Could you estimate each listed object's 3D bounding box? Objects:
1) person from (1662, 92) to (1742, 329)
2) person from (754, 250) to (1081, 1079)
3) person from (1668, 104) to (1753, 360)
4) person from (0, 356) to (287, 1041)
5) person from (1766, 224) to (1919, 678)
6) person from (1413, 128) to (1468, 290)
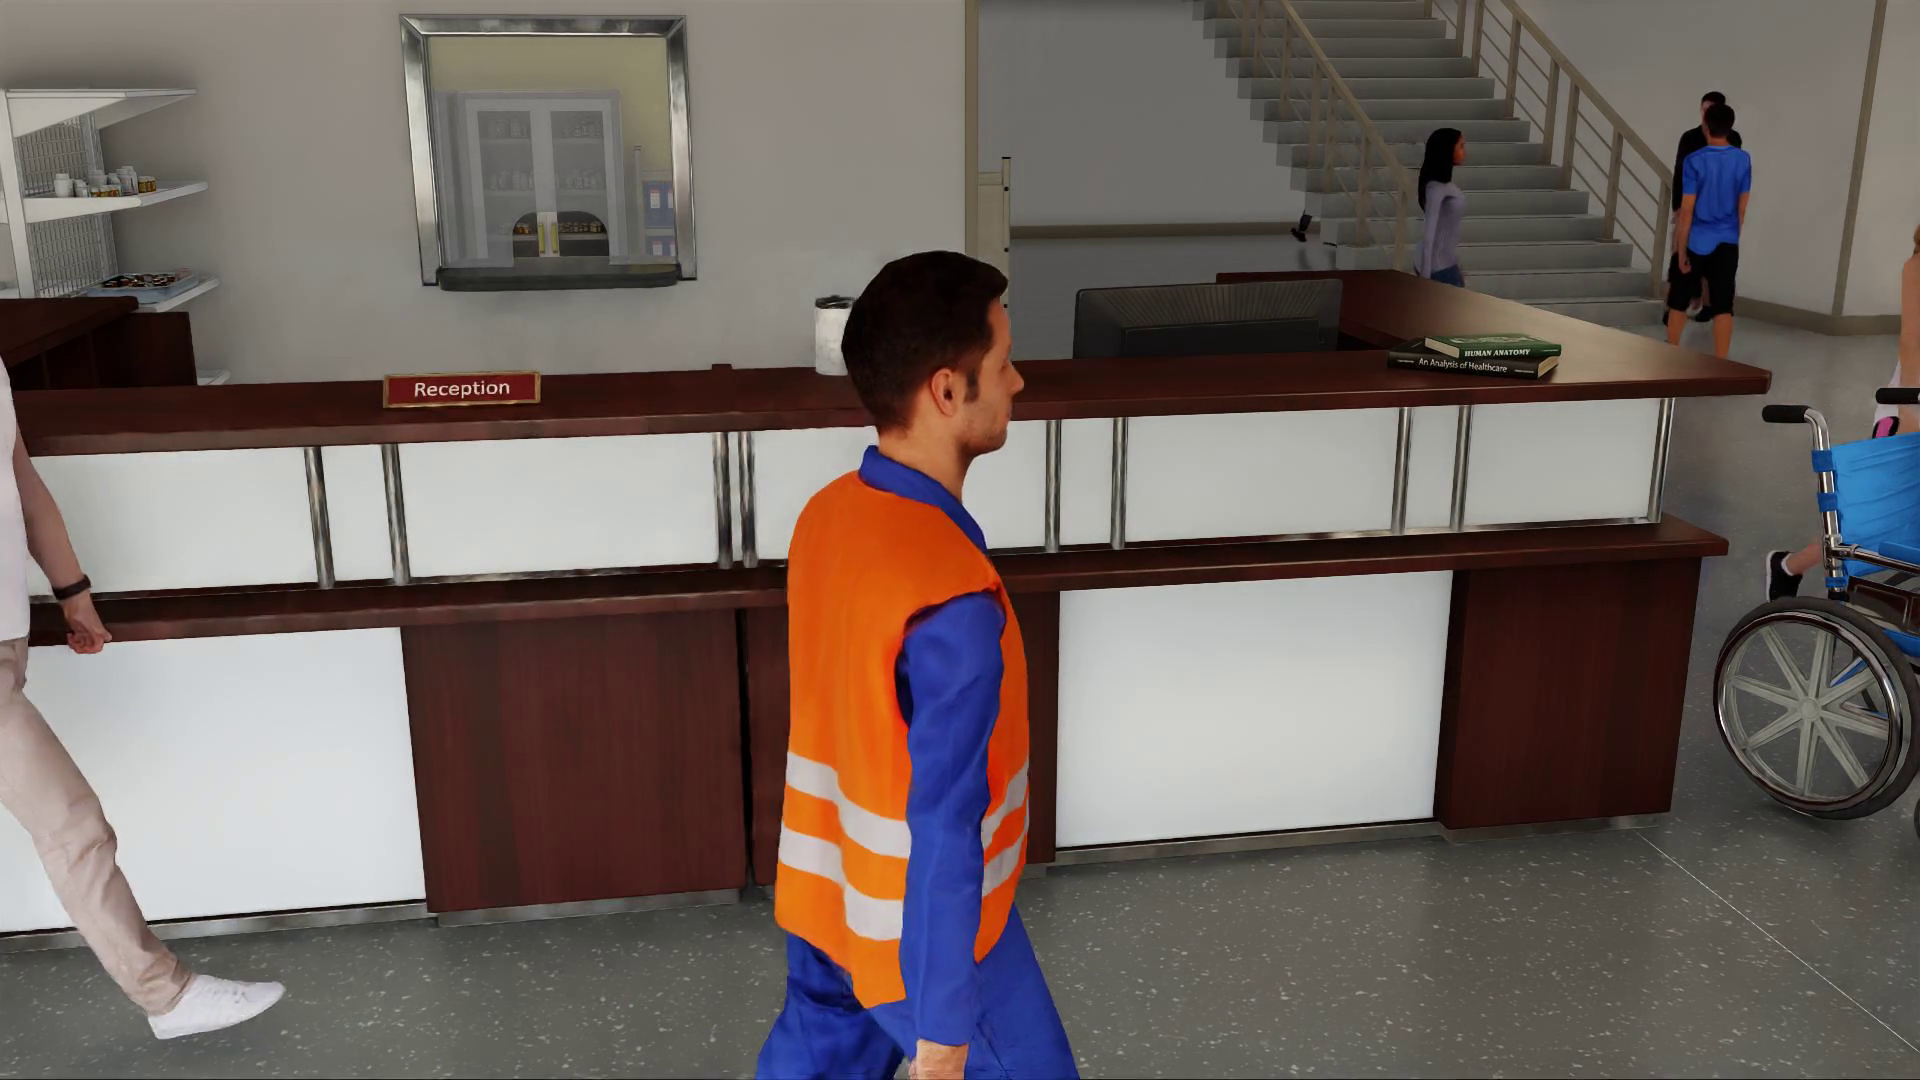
[{"bbox_3d":[6.105,-2.657,13.595,1.248,1.868,1.279,13,20,38],"label":"person"},{"bbox_3d":[-0.159,0.565,2.251,1.023,1.822,1.245,-8,18,-26],"label":"person"},{"bbox_3d":[4.993,-1.897,10.990,0.920,1.819,1.296,3,16,10],"label":"person"},{"bbox_3d":[-2.128,0.233,3.408,0.845,1.833,1.163,-1,16,-2],"label":"person"},{"bbox_3d":[3.222,-0.388,5.727,0.784,1.769,1.058,-8,18,-27],"label":"person"},{"bbox_3d":[2.892,-1.703,10.497,0.873,1.712,0.859,4,16,13],"label":"person"}]
